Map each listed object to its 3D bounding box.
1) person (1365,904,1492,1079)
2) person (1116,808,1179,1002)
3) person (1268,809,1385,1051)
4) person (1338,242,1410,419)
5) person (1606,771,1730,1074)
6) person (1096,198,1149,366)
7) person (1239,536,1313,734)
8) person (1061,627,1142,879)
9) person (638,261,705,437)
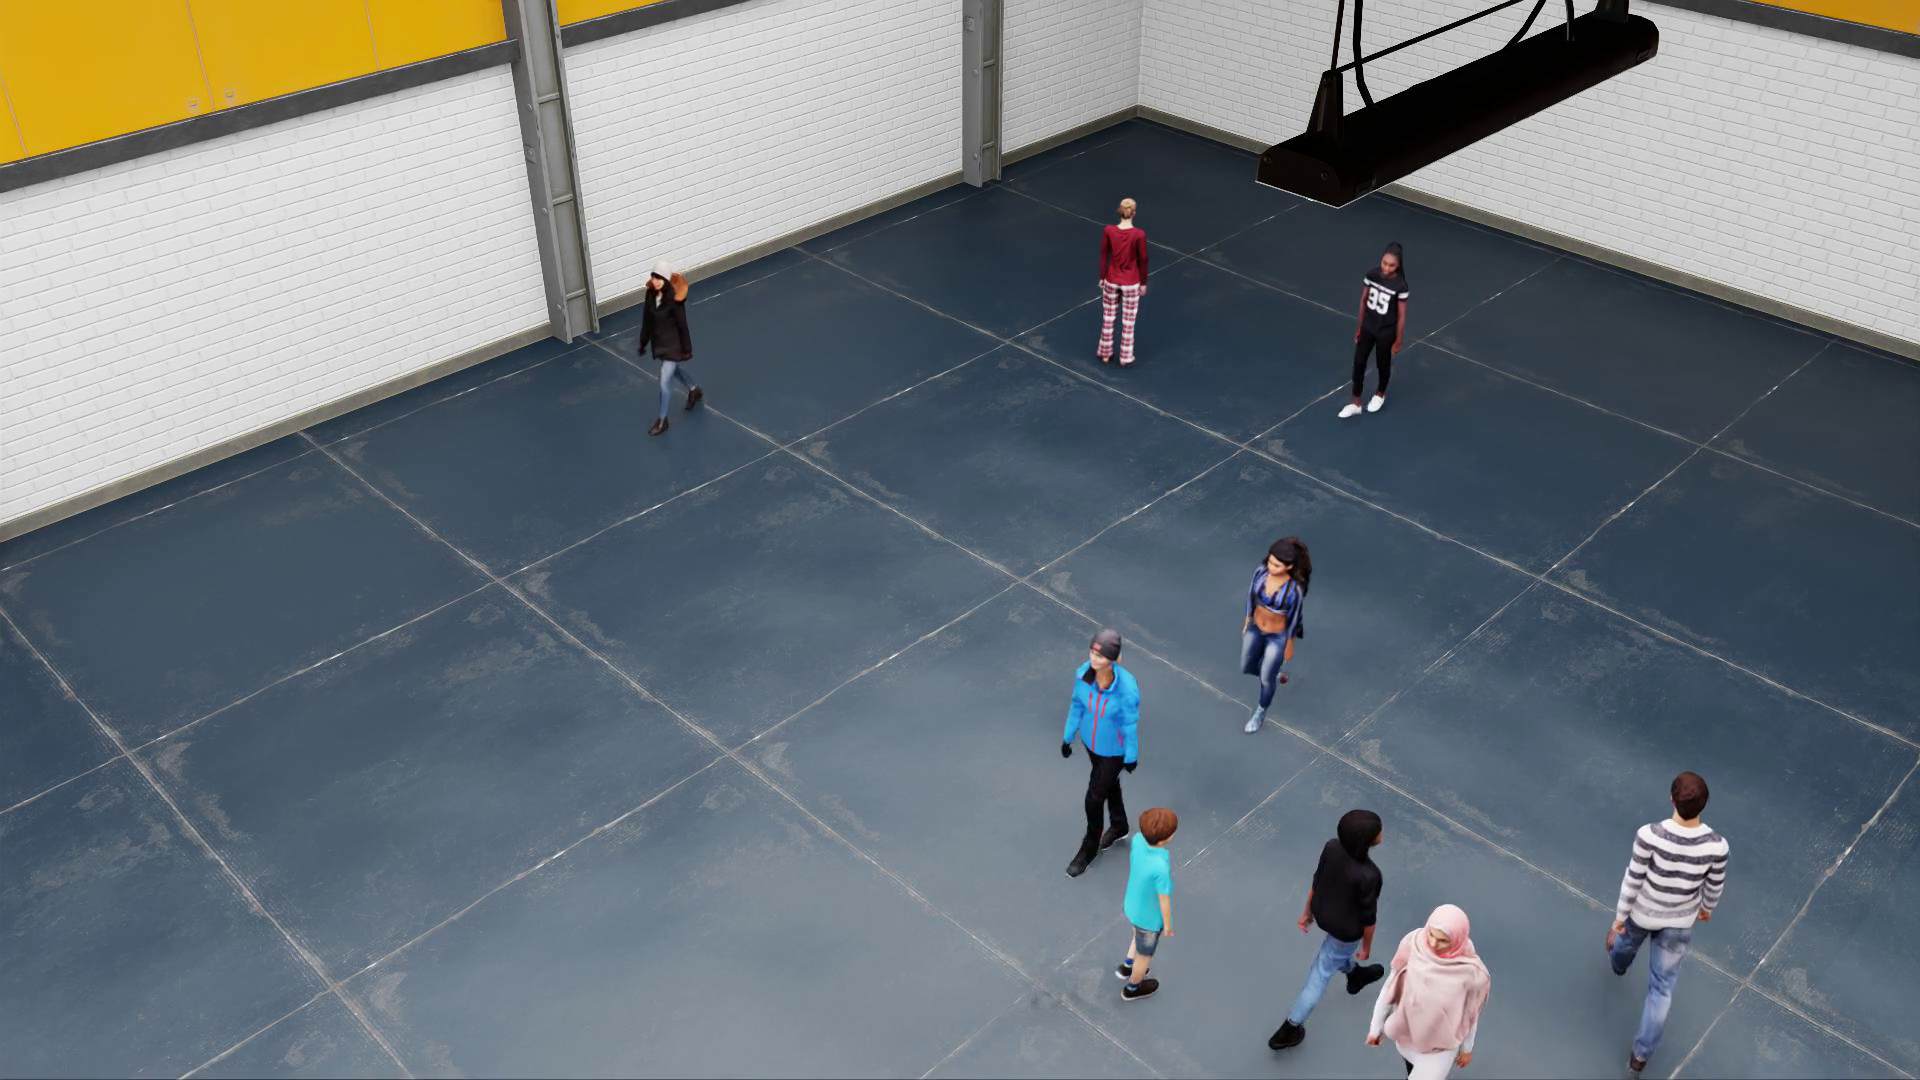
[{"bbox_3d":[2.443,2.506,8.597,0.702,1.767,1.052,25,41,32],"label":"person"},{"bbox_3d":[1.006,2.096,9.511,0.634,1.439,0.627,-12,35,-17],"label":"person"},{"bbox_3d":[2.033,2.189,9.177,1.199,1.653,0.738,-21,39,-28],"label":"person"},{"bbox_3d":[3.925,-1.961,15.369,0.843,1.711,0.638,-29,43,-36],"label":"person"},{"bbox_3d":[3.854,2.135,9.138,1.087,1.786,1.330,10,35,15],"label":"person"},{"bbox_3d":[1.582,-2.532,16.241,0.713,1.696,0.707,11,35,16],"label":"person"},{"bbox_3d":[2.194,0.630,11.563,0.624,1.608,0.690,28,43,35],"label":"person"},{"bbox_3d":[0.977,1.264,10.461,0.838,1.772,0.653,-25,41,-33],"label":"person"},{"bbox_3d":[-2.635,-1.821,15.255,0.712,1.603,1.071,23,40,30],"label":"person"}]
